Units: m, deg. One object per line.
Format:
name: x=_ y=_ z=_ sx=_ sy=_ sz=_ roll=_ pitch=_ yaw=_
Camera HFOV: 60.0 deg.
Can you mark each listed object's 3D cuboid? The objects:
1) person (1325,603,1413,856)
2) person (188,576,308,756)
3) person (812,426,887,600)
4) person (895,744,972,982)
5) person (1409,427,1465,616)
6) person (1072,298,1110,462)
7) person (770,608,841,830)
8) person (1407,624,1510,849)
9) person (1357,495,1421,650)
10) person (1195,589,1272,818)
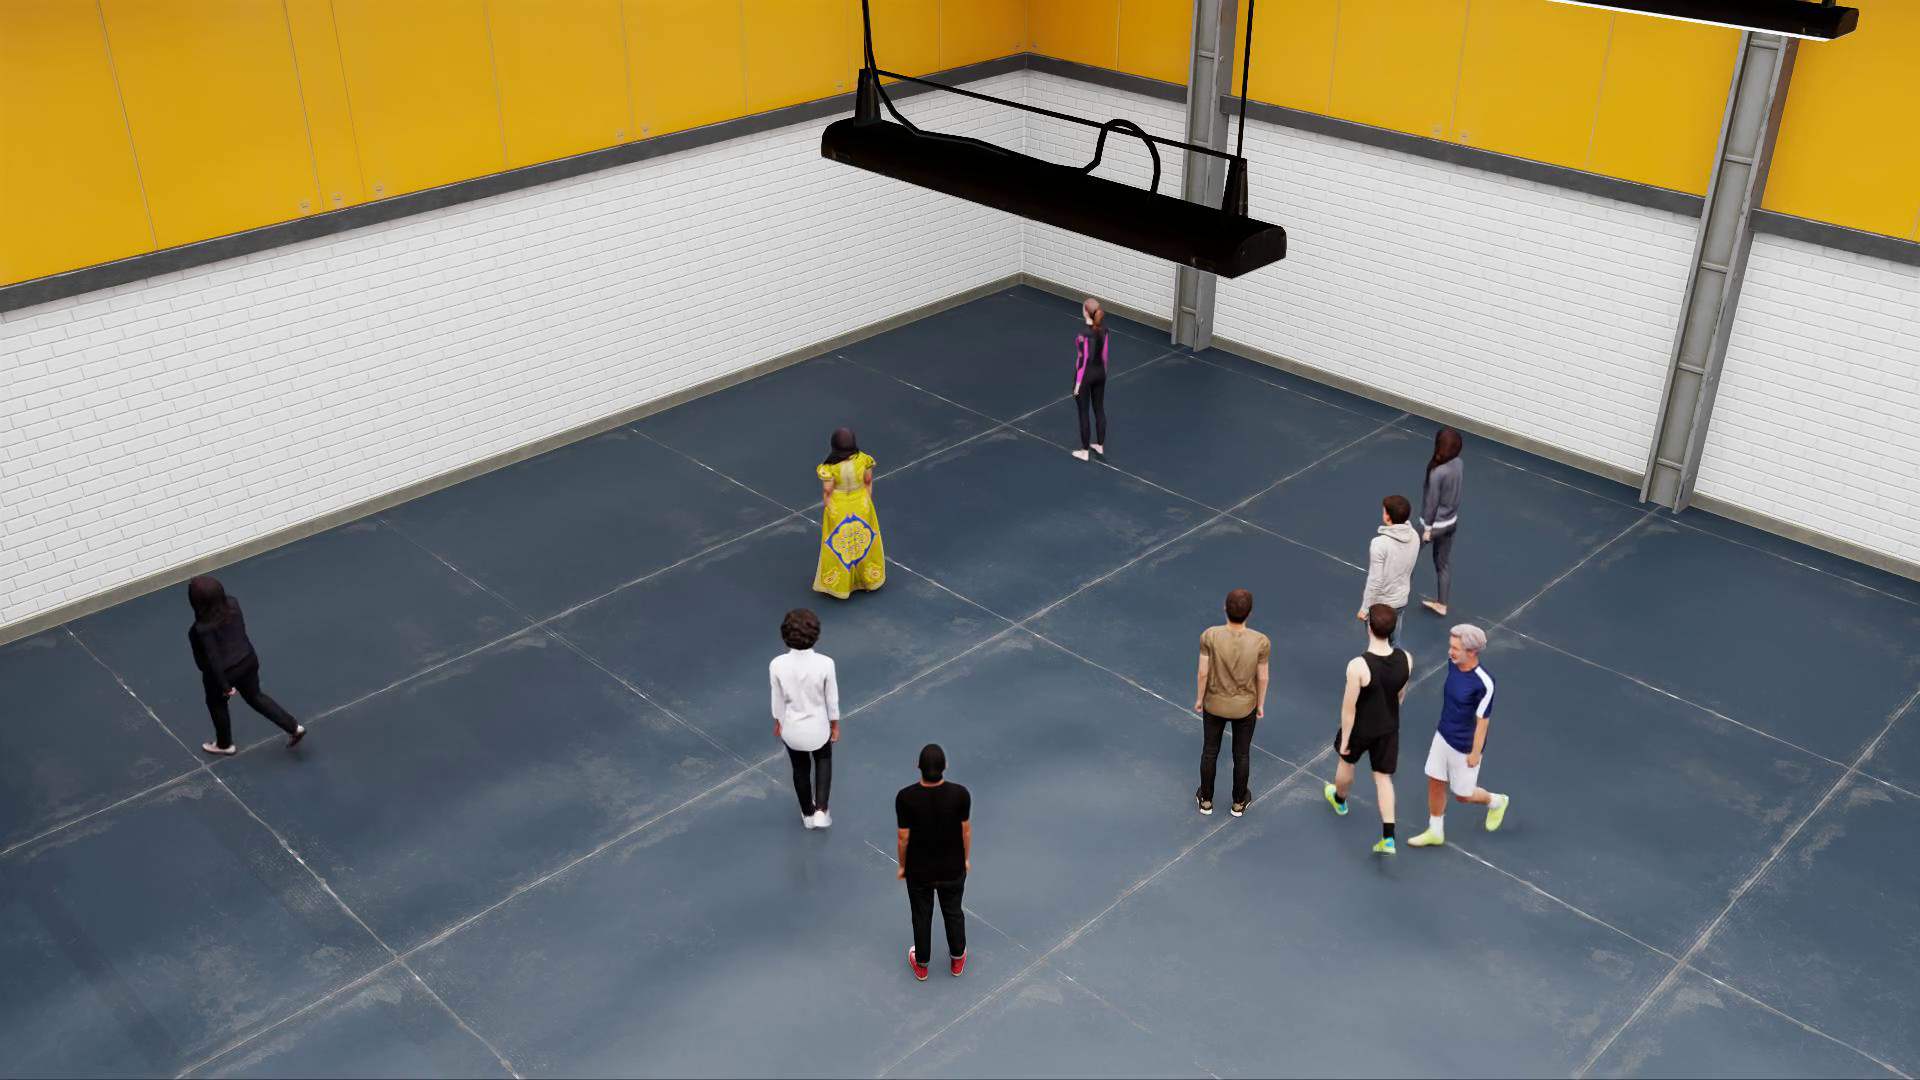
person: x=2.925 y=1.351 z=11.617 sx=1.114 sy=1.858 sz=1.273 roll=-4 pitch=29 yaw=-7
person: x=-5.439 y=0.976 z=12.591 sx=1.158 sy=1.584 sz=1.000 roll=5 pitch=29 yaw=10
person: x=-0.995 y=-0.256 z=14.770 sx=0.964 sy=1.659 sz=0.933 roll=-12 pitch=31 yaw=-21
person: x=-0.159 y=2.031 z=10.474 sx=0.718 sy=1.758 sz=0.761 roll=-3 pitch=29 yaw=-5
person: x=4.211 y=-0.124 z=14.432 sx=0.678 sy=1.750 sz=0.842 roll=-21 pitch=35 yaw=-34
person: x=1.354 y=-1.678 z=17.283 sx=0.591 sy=1.749 sz=0.580 roll=-19 pitch=34 yaw=-31
person: x=-1.094 y=1.332 z=11.712 sx=0.821 sy=1.799 sz=0.883 roll=-1 pitch=29 yaw=-2
person: x=3.558 y=1.382 z=11.611 sx=0.939 sy=1.810 sz=1.017 roll=-11 pitch=31 yaw=-20
person: x=3.391 y=0.491 z=13.201 sx=0.698 sy=1.851 sz=0.598 roll=-21 pitch=35 yaw=-33
person: x=1.942 y=1.170 z=11.953 sx=0.704 sy=1.852 sz=0.808 roll=5 pitch=29 yaw=10
